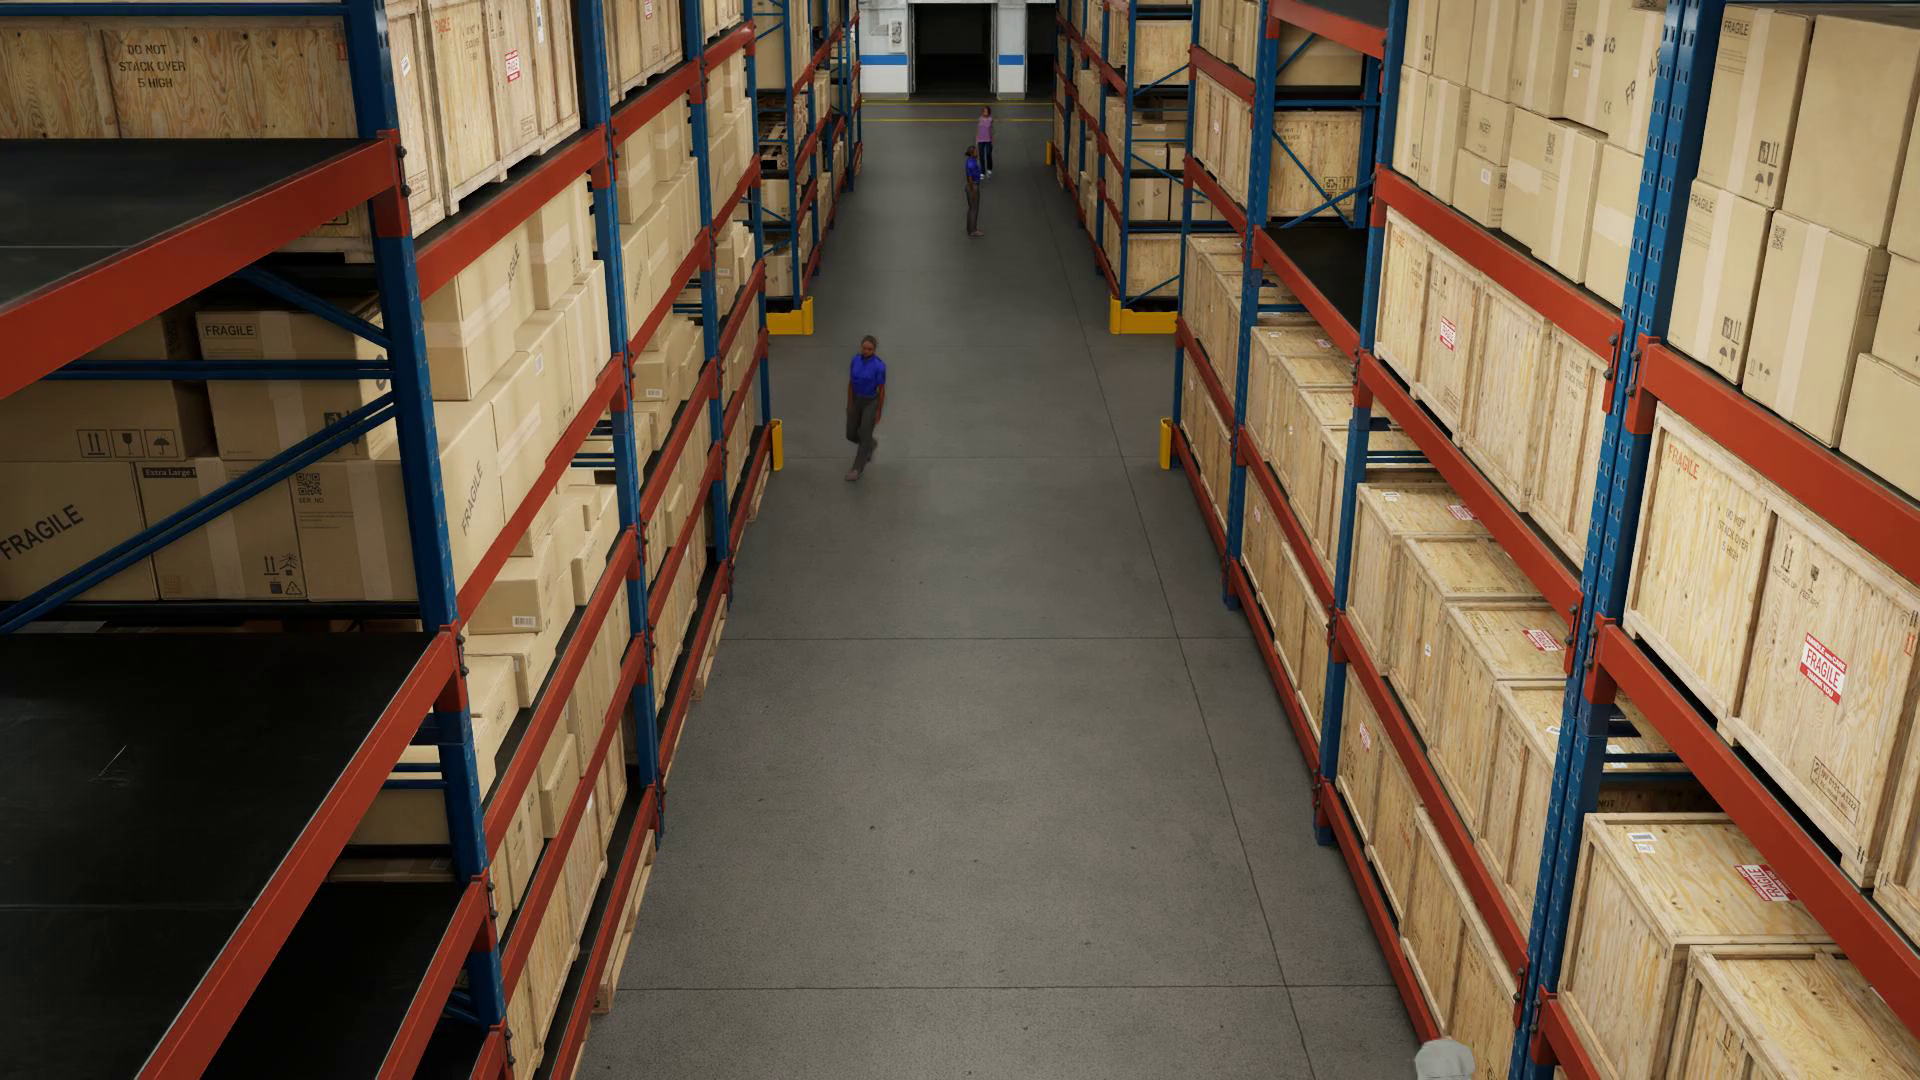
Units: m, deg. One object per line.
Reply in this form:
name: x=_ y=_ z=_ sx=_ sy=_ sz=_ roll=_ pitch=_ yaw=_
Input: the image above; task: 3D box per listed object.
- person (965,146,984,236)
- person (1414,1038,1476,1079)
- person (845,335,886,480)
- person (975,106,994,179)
person: x=0.270 y=-6.607 z=31.416 sx=0.355 sy=1.657 sz=0.436 roll=-3 pitch=22 yaw=-8
person: x=2.063 y=2.928 z=7.223 sx=0.541 sy=1.656 sz=0.829 roll=10 pitch=24 yaw=23
person: x=-1.015 y=-1.505 z=18.467 sx=0.482 sy=1.637 sz=0.649 roll=12 pitch=24 yaw=27
person: x=0.552 y=-8.946 z=37.407 sx=0.445 sy=1.597 sz=0.415 roll=5 pitch=22 yaw=12
